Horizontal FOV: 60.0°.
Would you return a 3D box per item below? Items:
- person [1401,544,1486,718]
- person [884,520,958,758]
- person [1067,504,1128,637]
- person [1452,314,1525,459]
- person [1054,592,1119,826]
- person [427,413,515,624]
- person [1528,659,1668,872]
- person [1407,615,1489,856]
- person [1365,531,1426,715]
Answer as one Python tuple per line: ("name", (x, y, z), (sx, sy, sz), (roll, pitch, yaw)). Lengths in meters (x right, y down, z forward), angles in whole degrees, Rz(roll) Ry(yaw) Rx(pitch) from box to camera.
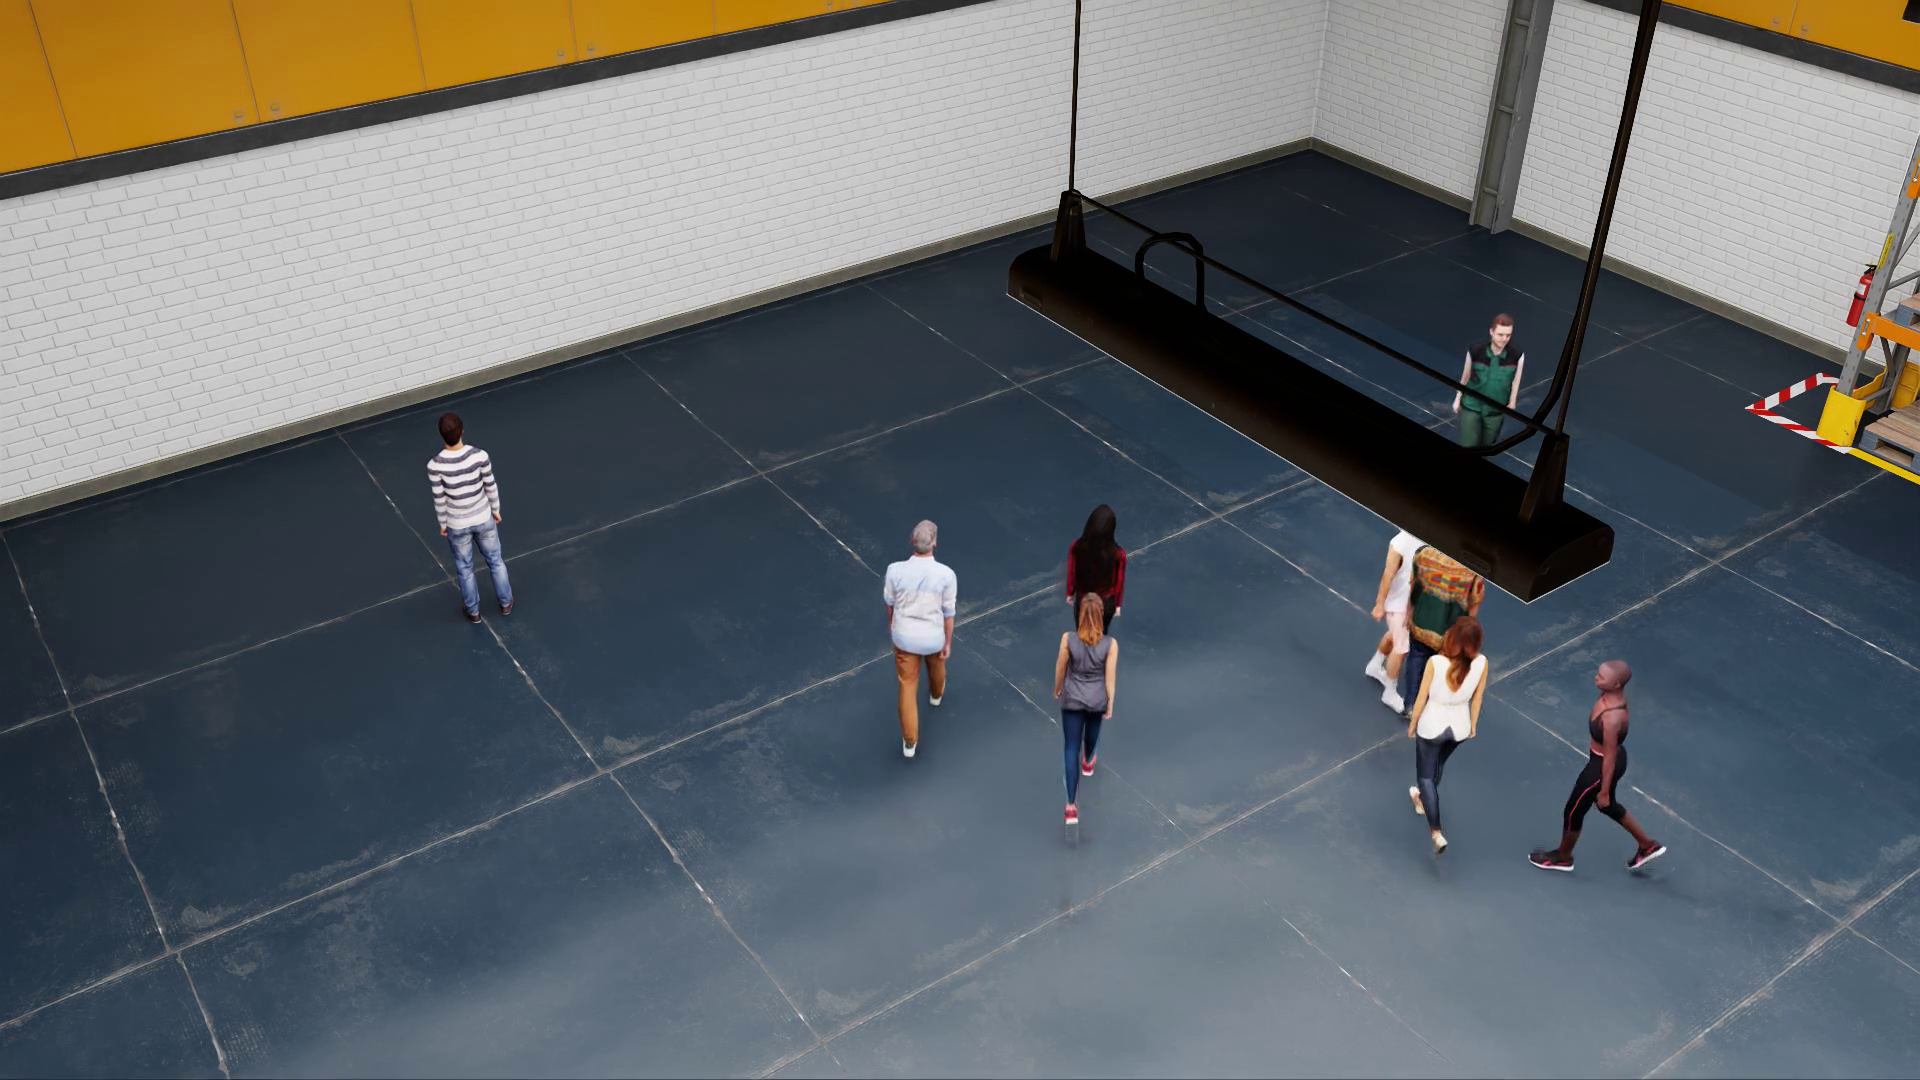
("person", (3.431, 0.632, 12.024), (0.888, 1.791, 0.939), (14, 36, 21))
("person", (-0.303, 0.729, 11.886), (1.112, 1.782, 1.255), (1, 34, 2))
("person", (0.989, 0.513, 12.345), (0.977, 1.634, 1.042), (6, 34, 9))
("person", (4.665, -1.225, 14.800), (1.095, 1.812, 1.149), (8, 34, 11))
("person", (0.839, 1.172, 11.310), (1.092, 1.682, 1.199), (3, 34, 5))
("person", (-3.889, -0.177, 13.183), (0.685, 1.855, 0.593), (-14, 36, -20))
("person", (4.257, 1.515, 10.753), (1.142, 1.728, 1.004), (10, 35, 15))
("person", (3.233, 1.309, 11.033), (0.957, 1.761, 1.129), (-1, 34, -1))
("person", (3.266, 0.394, 12.417), (0.660, 1.754, 0.825), (-21, 39, -28))
